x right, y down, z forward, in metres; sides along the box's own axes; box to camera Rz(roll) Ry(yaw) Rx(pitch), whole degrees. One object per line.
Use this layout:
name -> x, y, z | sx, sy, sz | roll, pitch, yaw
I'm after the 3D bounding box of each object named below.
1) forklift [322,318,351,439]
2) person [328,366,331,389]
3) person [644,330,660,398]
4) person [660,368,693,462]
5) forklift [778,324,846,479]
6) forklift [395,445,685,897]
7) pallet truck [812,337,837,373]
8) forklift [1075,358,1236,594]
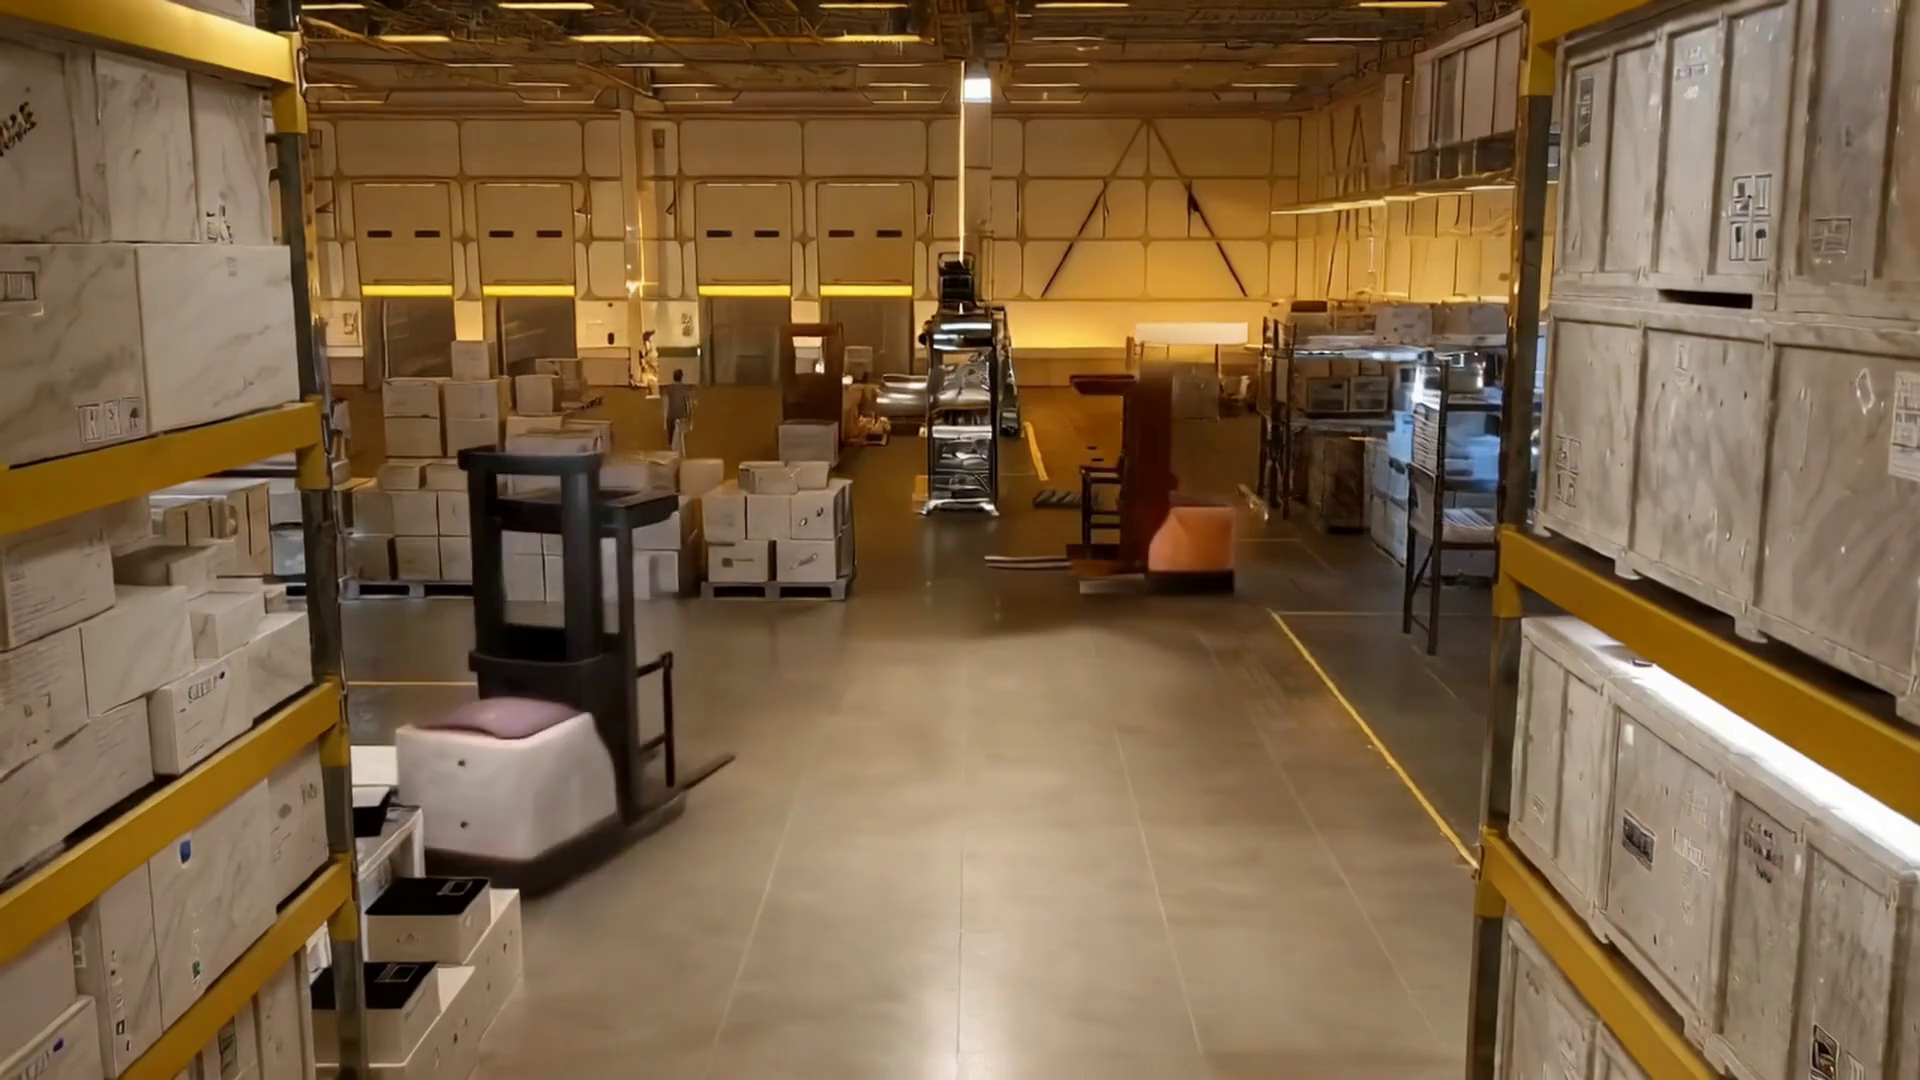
forklift -> -13.005, -3.008, 33.057 | 1.129, 2.768, 1.873 | 0, 10, 1
person -> -14.543, -3.353, 37.793 | 0.372, 1.928, 0.543 | 4, 11, 21
person -> -8.768, -4.988, 47.230 | 0.388, 1.930, 0.544 | -8, 13, -38
person -> -5.386, -2.300, 31.695 | 0.629, 1.936, 0.374 | 2, 10, 13
forklift -> -2.724, -2.533, 30.315 | 1.129, 2.768, 1.873 | 0, 10, 1
forklift -> -2.872, 0.762, 11.305 | 1.129, 2.768, 1.873 | 4, 11, 21
pallet truck -> -3.021, -4.312, 43.126 | 1.885, 1.965, 0.823 | 3, 10, 17
forklift -> 2.393, -0.804, 20.338 | 1.873, 2.768, 1.129 | 0, 10, 1
